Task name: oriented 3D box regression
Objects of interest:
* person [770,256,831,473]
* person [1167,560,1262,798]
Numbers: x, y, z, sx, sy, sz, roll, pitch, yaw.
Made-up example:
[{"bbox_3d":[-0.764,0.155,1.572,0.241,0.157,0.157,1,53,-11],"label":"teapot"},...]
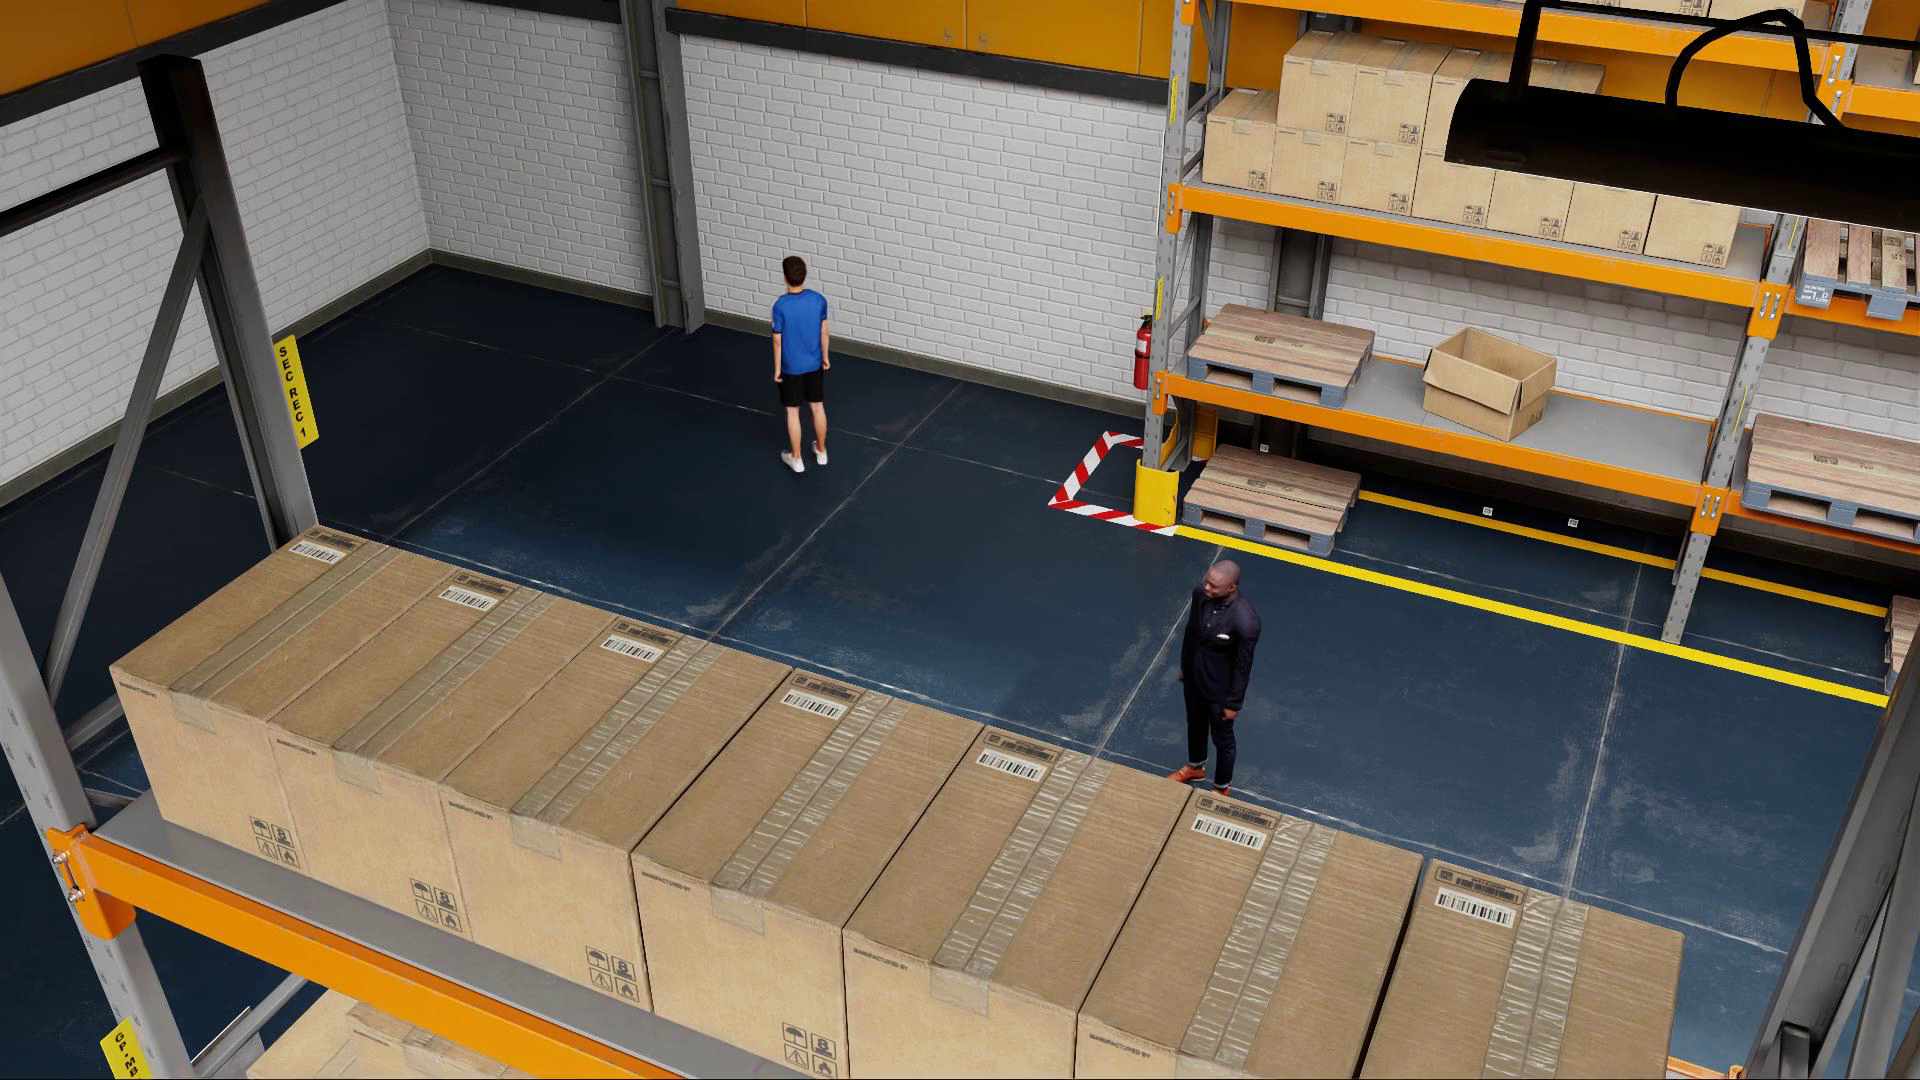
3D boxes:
[{"bbox_3d":[-1.293,-1.444,13.585,0.763,1.866,0.797,-16,37,-22],"label":"person"},{"bbox_3d":[1.558,0.863,10.158,0.849,1.818,0.734,-20,39,-27],"label":"person"}]
